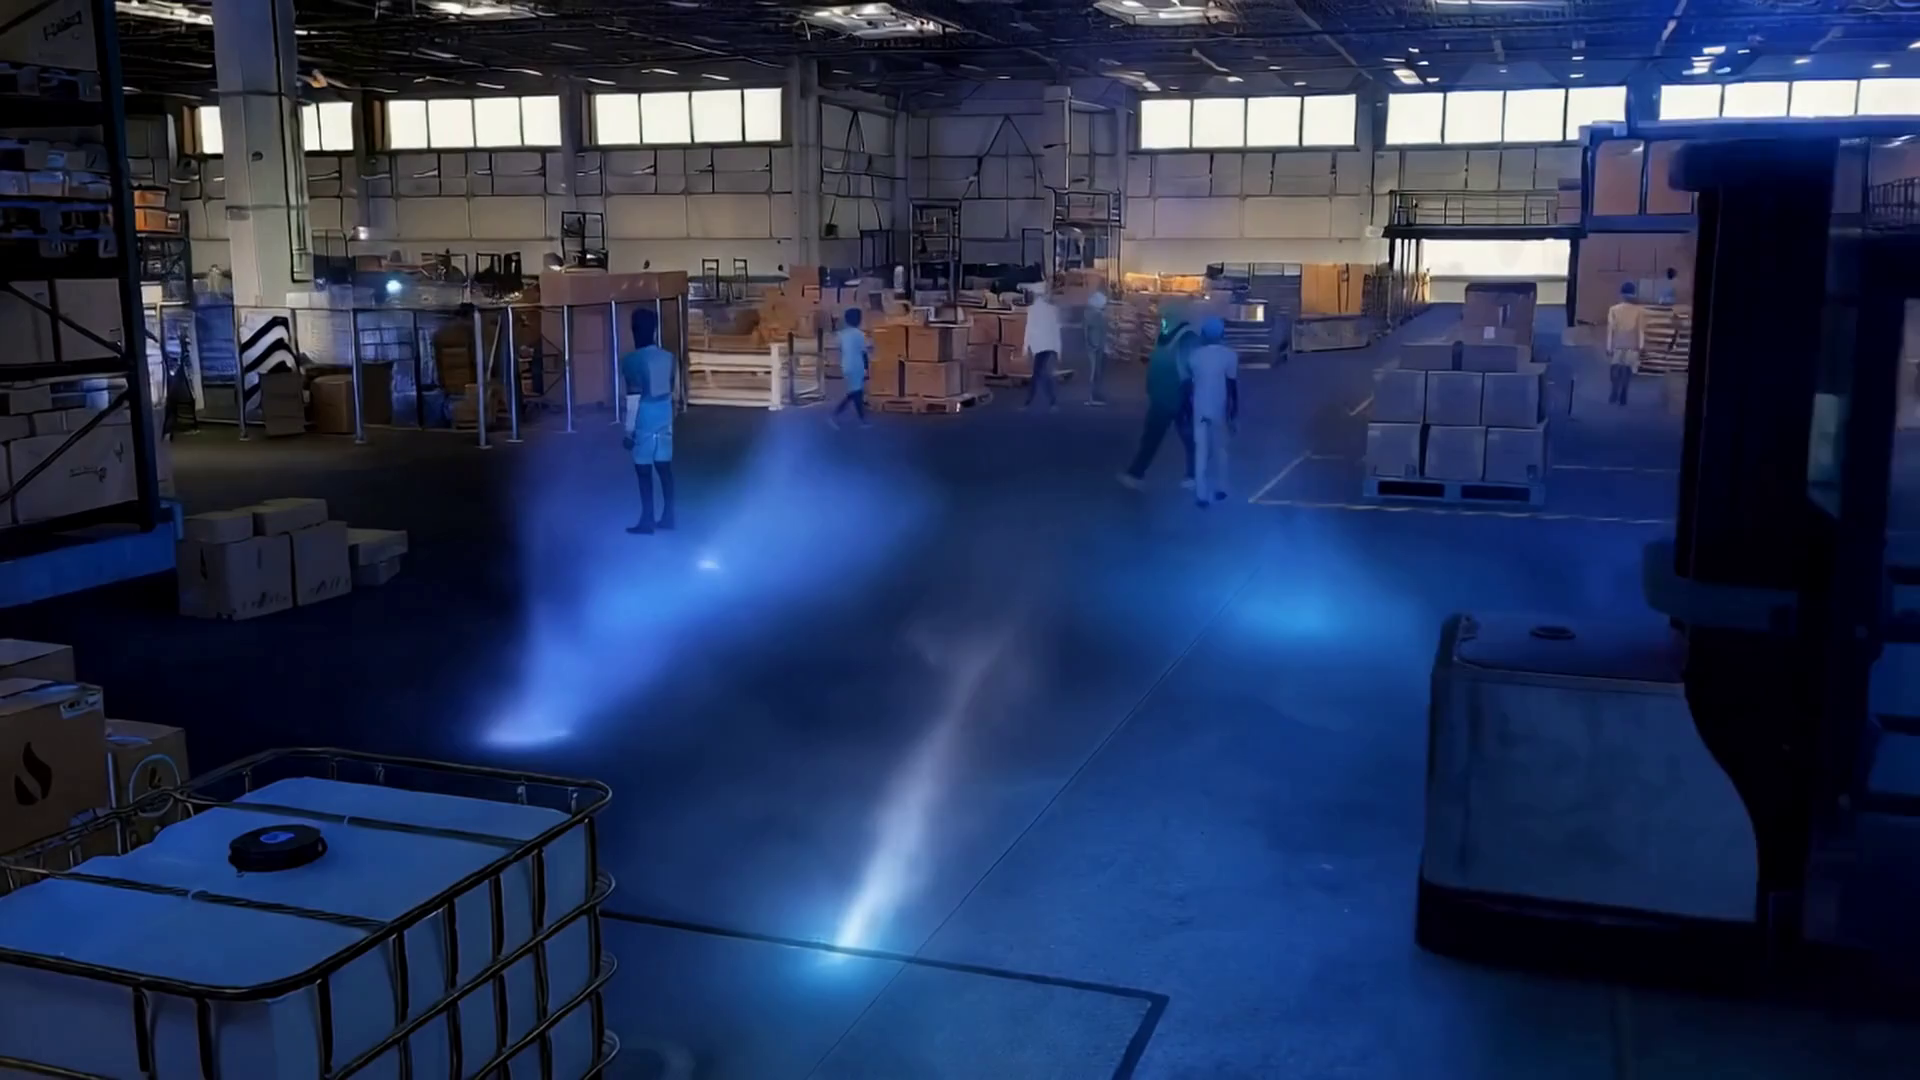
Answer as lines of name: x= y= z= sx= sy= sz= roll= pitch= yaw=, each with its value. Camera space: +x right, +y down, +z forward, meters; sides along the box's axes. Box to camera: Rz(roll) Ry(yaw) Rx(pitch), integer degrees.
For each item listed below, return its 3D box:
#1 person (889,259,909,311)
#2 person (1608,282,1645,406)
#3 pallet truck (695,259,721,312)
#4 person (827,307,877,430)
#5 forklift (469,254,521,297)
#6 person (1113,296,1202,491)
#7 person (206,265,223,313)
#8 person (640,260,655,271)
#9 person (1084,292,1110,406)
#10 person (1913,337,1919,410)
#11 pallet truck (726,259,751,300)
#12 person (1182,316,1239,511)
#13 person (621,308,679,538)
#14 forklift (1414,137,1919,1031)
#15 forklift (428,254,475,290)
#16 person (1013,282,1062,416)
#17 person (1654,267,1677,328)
person: x=-2.268 y=-9.532 z=62.280 sx=0.692 sy=1.991 sz=0.694 roll=4 pitch=11 yaw=23
person: x=10.390 y=-3.061 z=25.983 sx=0.544 sy=1.922 sz=0.491 roll=3 pitch=11 yaw=18
pallet truck: x=-9.165 y=-9.627 z=62.776 sx=0.823 sy=1.965 sz=1.885 roll=4 pitch=11 yaw=23
person: x=-1.478 y=-2.313 z=22.497 sx=0.776 sy=1.674 sz=0.532 roll=-7 pitch=12 yaw=-33
forklift: x=-17.990 y=-10.121 z=64.684 sx=1.157 sy=1.987 sz=2.680 roll=3 pitch=11 yaw=17
person: x=2.074 y=-1.492 z=16.837 sx=0.990 sy=2.000 sz=0.700 roll=-5 pitch=11 yaw=-26
person: x=-26.780 y=-8.974 z=59.683 sx=0.599 sy=1.803 sz=0.814 roll=4 pitch=11 yaw=23
person: x=-11.891 y=-9.730 z=63.607 sx=0.636 sy=1.911 sz=0.405 roll=1 pitch=10 yaw=5
person: x=2.148 y=-2.982 z=26.007 sx=0.322 sy=1.767 sz=0.533 roll=-5 pitch=11 yaw=-28
person: x=10.326 y=-1.536 z=17.481 sx=0.594 sy=1.904 sz=0.567 roll=9 pitch=14 yaw=42
pallet truck: x=-7.986 y=-9.493 z=62.019 sx=0.823 sy=1.965 sz=1.885 roll=3 pitch=11 yaw=17
person: x=2.407 y=-1.221 z=15.926 sx=0.559 sy=1.823 sz=0.957 roll=3 pitch=10 yaw=14
person: x=-2.670 y=-1.000 z=14.277 sx=0.362 sy=1.966 sz=0.611 roll=6 pitch=12 yaw=31
forklift: x=2.621 y=0.065 z=5.705 sx=1.873 sy=2.768 sz=1.129 roll=3 pitch=11 yaw=19
forklift: x=-20.133 y=-10.254 z=65.465 sx=1.157 sy=1.987 sz=2.680 roll=3 pitch=11 yaw=19
person: x=1.113 y=-2.803 z=24.473 sx=1.006 sy=1.941 sz=0.660 roll=-7 pitch=13 yaw=-36
person: x=20.619 y=-7.030 z=48.509 sx=0.593 sy=1.872 sz=0.599 roll=3 pitch=10 yaw=16
